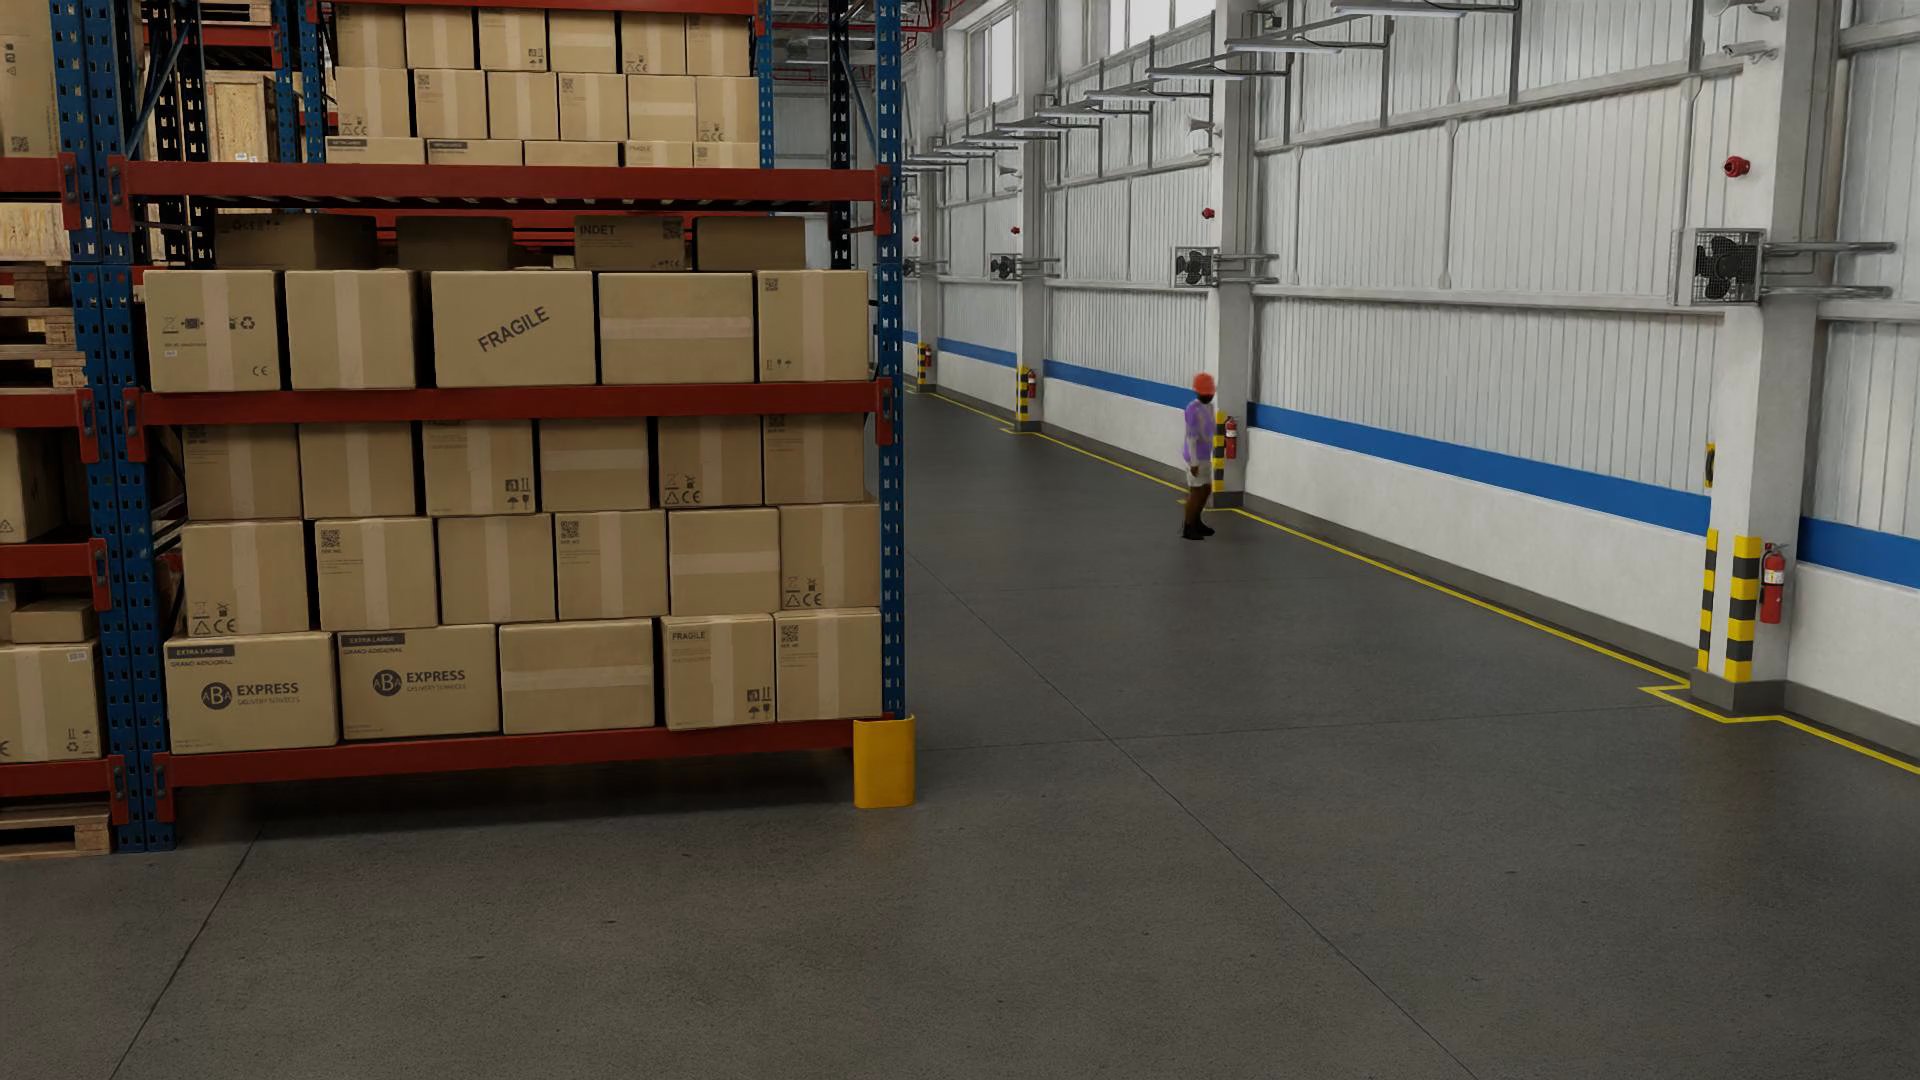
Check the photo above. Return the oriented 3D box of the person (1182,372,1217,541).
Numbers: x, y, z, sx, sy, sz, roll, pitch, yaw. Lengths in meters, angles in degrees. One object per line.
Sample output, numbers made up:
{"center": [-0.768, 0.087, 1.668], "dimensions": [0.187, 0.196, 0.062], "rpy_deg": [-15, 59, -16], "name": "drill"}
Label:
{"center": [2.674, -0.922, 18.436], "dimensions": [0.498, 1.888, 0.601], "rpy_deg": [7, 11, 35], "name": "person"}
